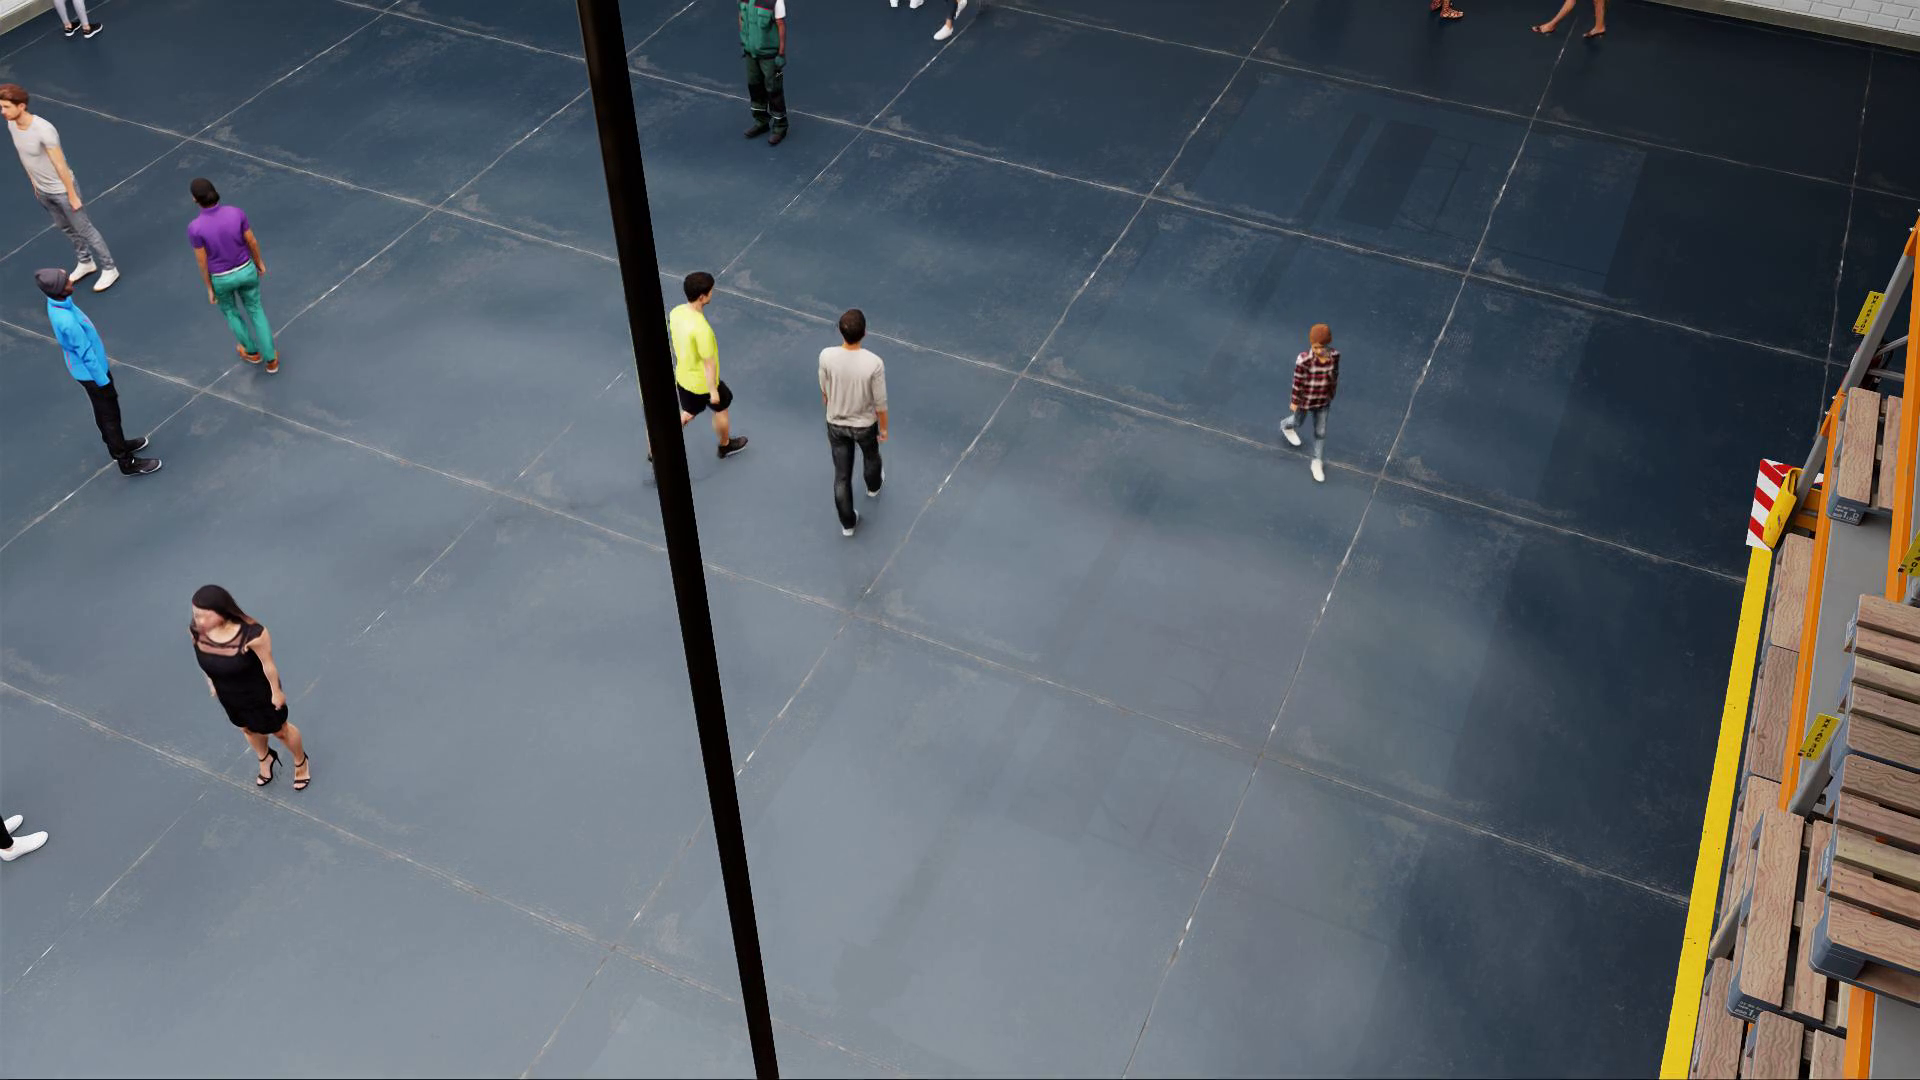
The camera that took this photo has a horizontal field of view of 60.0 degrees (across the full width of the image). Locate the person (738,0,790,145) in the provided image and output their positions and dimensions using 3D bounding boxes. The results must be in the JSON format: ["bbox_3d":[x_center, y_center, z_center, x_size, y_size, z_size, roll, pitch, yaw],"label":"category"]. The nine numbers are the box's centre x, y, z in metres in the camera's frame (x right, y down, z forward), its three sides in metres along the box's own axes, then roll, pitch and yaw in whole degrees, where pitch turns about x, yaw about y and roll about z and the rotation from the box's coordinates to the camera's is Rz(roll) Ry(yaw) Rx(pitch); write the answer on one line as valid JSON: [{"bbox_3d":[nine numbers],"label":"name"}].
[{"bbox_3d":[-1.872,-4.675,15.827,0.707,1.840,0.636,23,48,23],"label":"person"}]

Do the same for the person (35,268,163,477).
[{"bbox_3d":[-6.418,-1.248,12.262,0.688,1.794,0.696,-29,51,-27],"label":"person"}]

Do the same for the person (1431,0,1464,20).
[{"bbox_3d":[5.335,-6.451,17.780,0.722,1.719,0.642,-10,45,-11],"label":"person"}]

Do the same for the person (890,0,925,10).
[{"bbox_3d":[-0.617,-6.563,17.958,0.686,1.634,0.646,7,44,7],"label":"person"}]

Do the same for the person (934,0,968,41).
[{"bbox_3d":[-0.071,-6.162,17.416,0.883,1.800,0.773,-35,53,-31],"label":"person"}]

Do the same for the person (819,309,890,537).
[{"bbox_3d":[-0.782,-0.774,11.771,0.864,1.786,1.051,3,44,3],"label":"person"}]

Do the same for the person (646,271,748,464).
[{"bbox_3d":[-2.004,-1.176,12.277,1.142,1.671,0.912,-32,52,-29],"label":"person"}]

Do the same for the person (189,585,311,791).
[{"bbox_3d":[-4.302,0.901,10.060,0.706,1.721,0.680,7,44,8],"label":"person"}]

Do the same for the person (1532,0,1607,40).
[{"bbox_3d":[6.711,-5.984,17.302,0.859,1.700,1.020,7,44,7],"label":"person"}]

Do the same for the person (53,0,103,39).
[{"bbox_3d":[-9.507,-6.127,17.436,0.566,1.723,0.551,11,45,12],"label":"person"}]

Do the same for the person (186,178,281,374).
[{"bbox_3d":[-5.723,-2.046,13.132,0.803,1.751,0.874,-29,51,-27],"label":"person"}]

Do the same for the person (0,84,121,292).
[{"bbox_3d":[-7.602,-2.984,14.013,0.642,1.894,0.519,16,46,16],"label":"person"}]

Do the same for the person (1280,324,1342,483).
[{"bbox_3d":[2.612,-1.117,12.499,0.847,1.279,0.958,-11,45,-11],"label":"person"}]
